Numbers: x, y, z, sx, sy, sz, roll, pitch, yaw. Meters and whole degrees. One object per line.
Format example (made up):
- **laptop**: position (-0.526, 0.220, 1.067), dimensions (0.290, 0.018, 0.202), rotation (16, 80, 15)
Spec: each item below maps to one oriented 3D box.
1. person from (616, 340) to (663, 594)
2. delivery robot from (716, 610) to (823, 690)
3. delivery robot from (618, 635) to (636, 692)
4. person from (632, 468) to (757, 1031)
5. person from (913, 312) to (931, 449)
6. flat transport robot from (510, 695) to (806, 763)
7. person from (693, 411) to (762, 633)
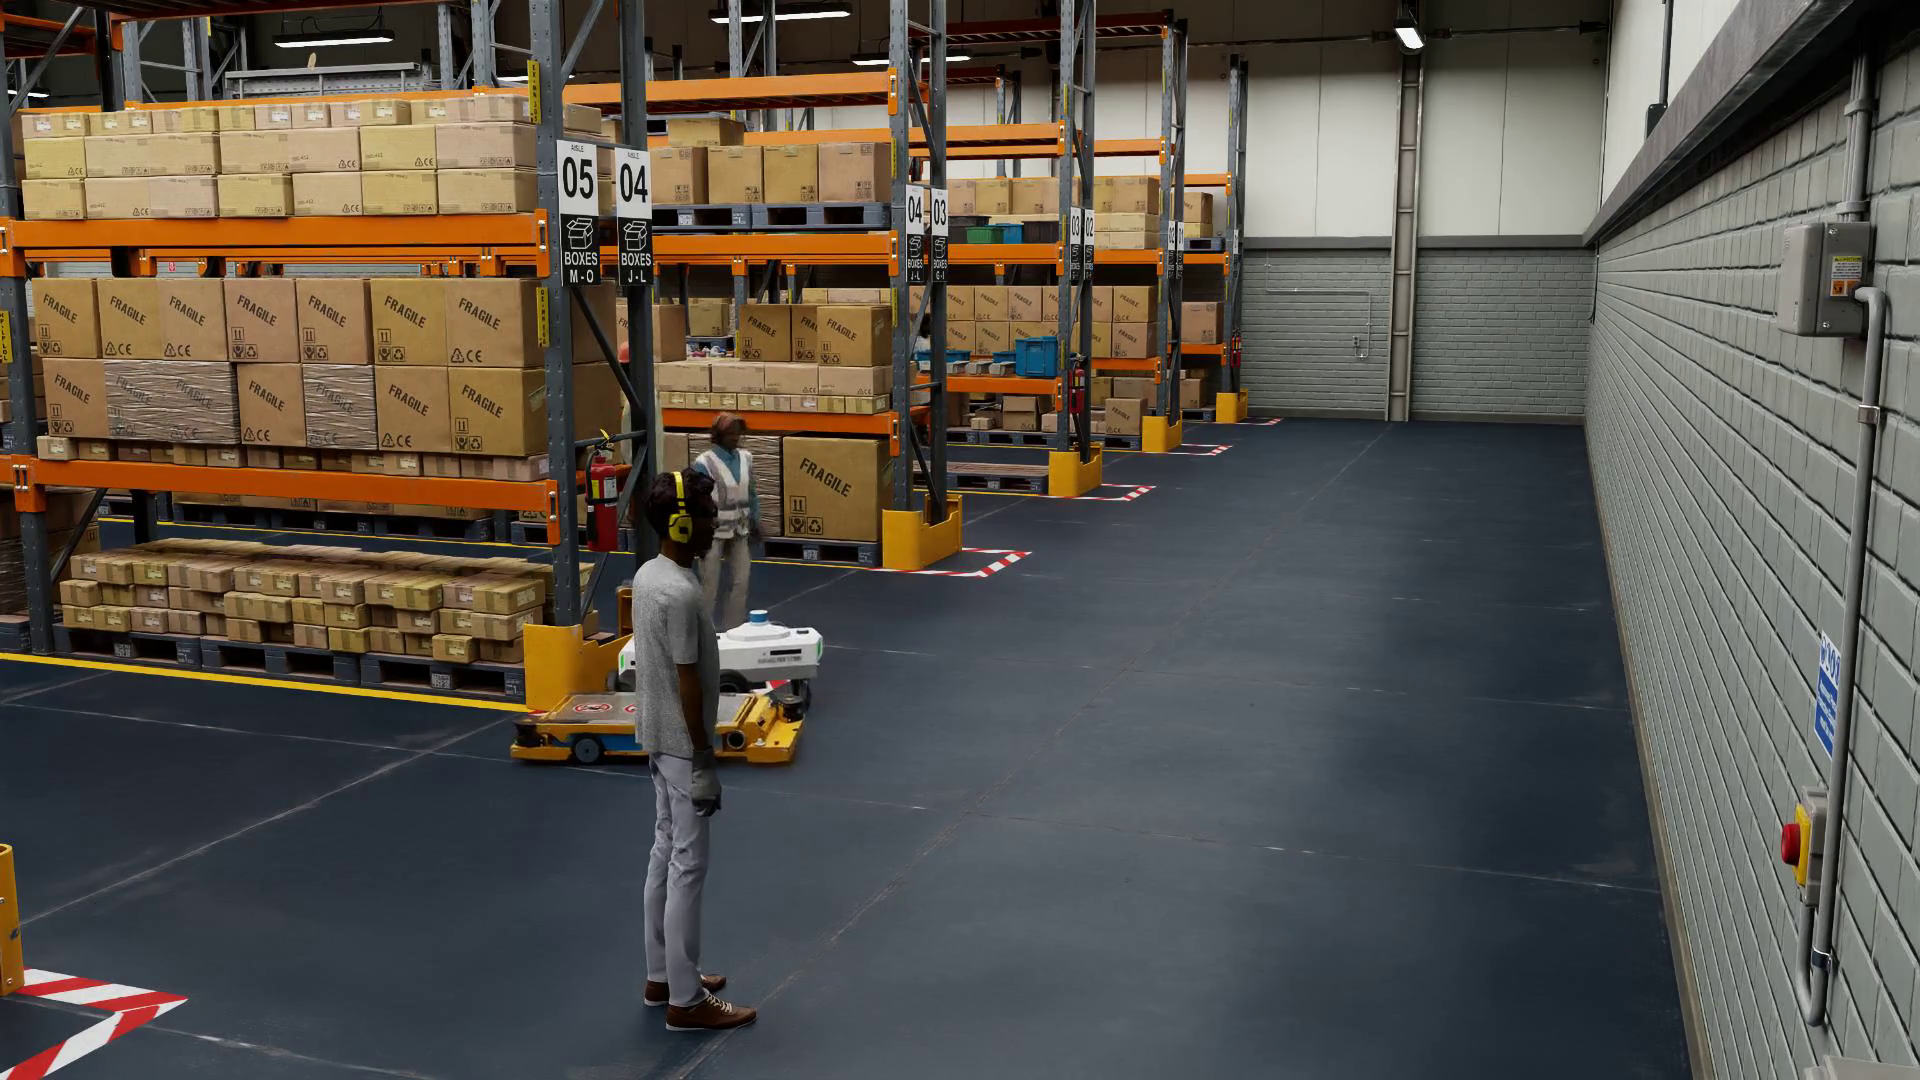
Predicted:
- **person**: position (-2.511, -0.563, 12.999), dimensions (0.392, 1.989, 0.607), rotation (-1, 9, -6)
- **delivery robot**: position (-1.158, 0.649, 9.601), dimensions (0.707, 0.478, 0.477), rotation (-3, 10, -17)
- **delivery robot**: position (-1.741, 0.656, 9.555), dimensions (0.477, 0.478, 0.707), rotation (0, 9, -2)
- **person**: position (-0.908, 0.692, 5.538), dimensions (0.328, 1.872, 0.513), rotation (-4, 10, -26)
- **person**: position (-0.502, -2.254, 23.637), dimensions (0.407, 1.953, 0.644), rotation (4, 10, 22)
- **flat transport robot**: position (-1.563, 0.975, 8.743), dimensions (1.431, 0.197, 0.652), rotation (0, 9, 2)
- **person**: position (-1.533, -0.033, 10.857), dimensions (0.328, 1.631, 0.545), rotation (7, 12, 38)
